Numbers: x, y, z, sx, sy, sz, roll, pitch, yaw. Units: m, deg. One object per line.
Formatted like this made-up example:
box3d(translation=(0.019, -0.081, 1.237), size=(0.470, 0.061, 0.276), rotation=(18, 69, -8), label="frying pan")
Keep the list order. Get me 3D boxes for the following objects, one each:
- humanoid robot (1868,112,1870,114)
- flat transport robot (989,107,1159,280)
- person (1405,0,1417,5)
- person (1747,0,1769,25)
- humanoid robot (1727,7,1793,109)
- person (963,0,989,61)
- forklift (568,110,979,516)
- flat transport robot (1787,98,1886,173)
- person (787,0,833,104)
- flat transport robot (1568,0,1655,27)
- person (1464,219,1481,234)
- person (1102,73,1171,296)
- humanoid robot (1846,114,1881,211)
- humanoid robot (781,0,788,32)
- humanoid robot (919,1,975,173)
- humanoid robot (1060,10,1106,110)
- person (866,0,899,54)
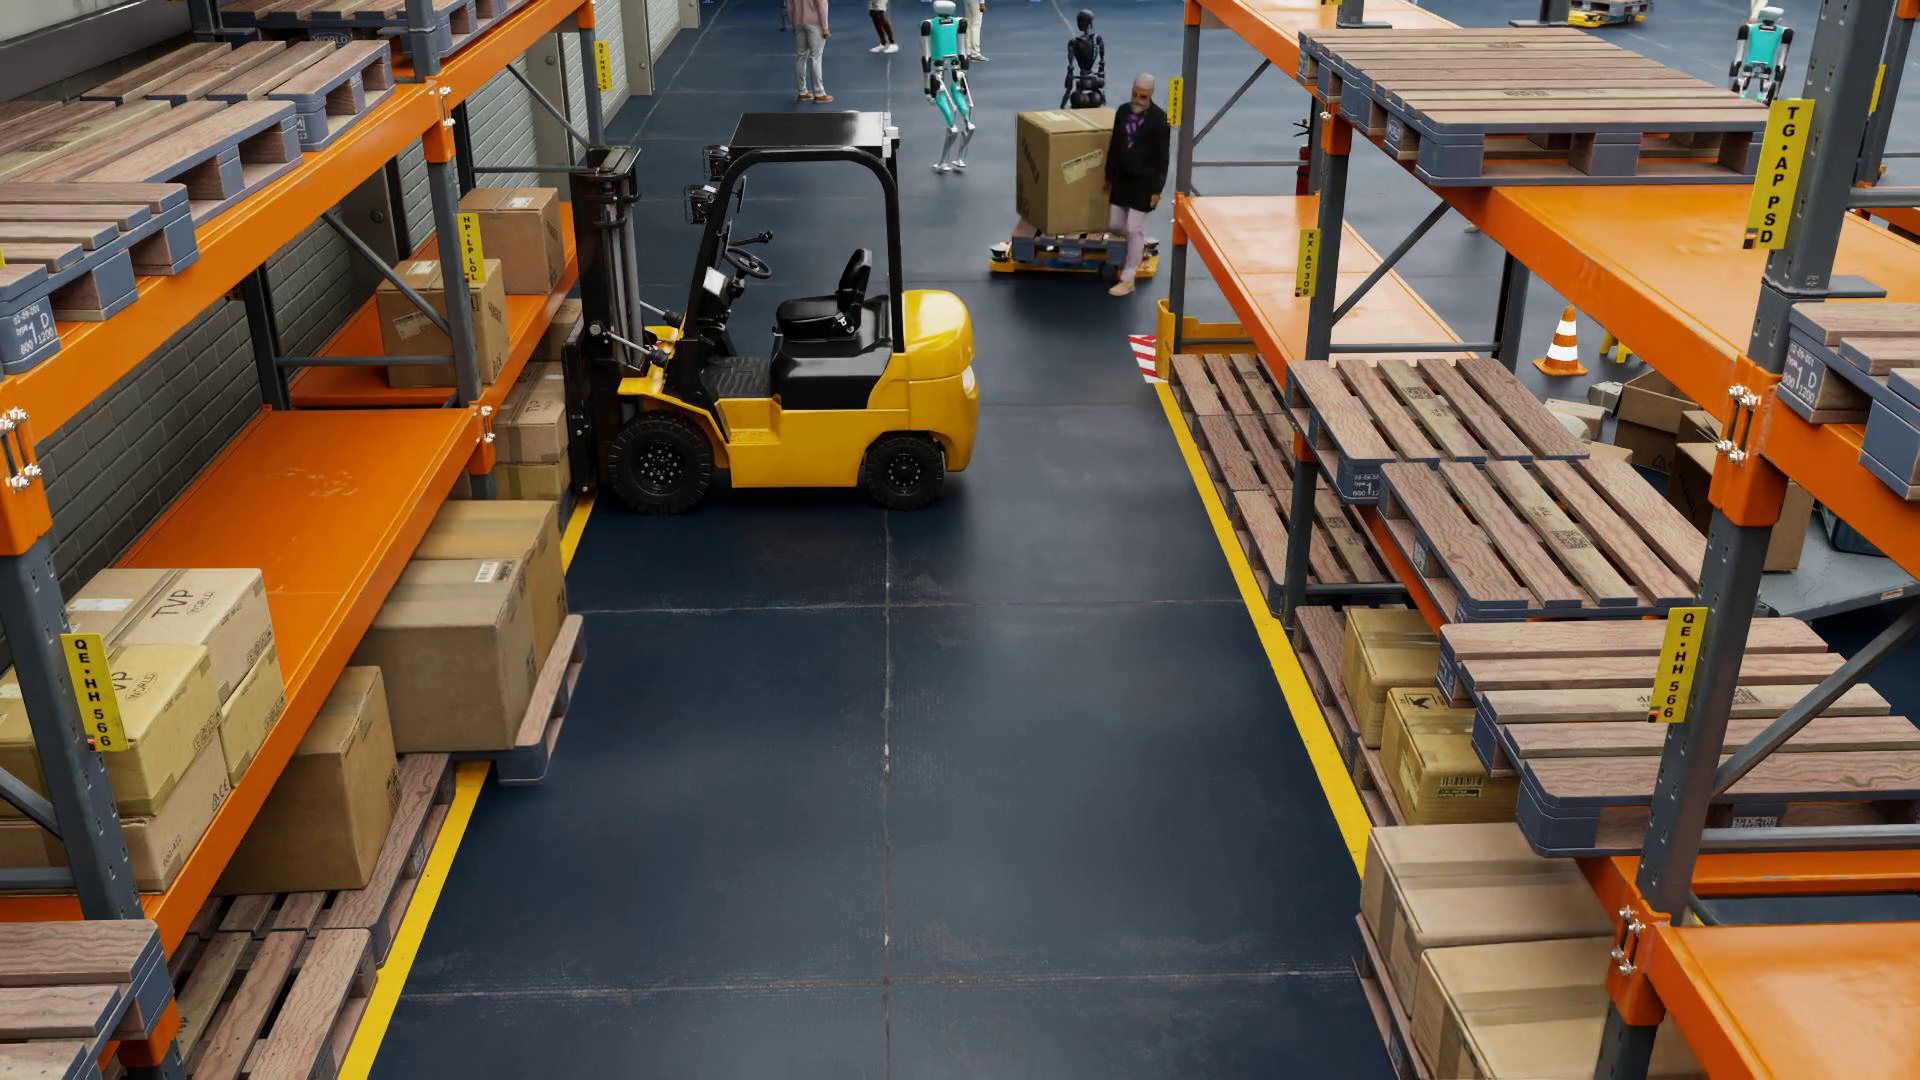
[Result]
box3d(translation=(8.627, -4.037, 16.236), size=(0.623, 1.638, 0.621), rotation=(-6, 26, -11), label="humanoid robot")
box3d(translation=(1.013, -2.500, 14.598), size=(1.431, 0.231, 0.659), rotation=(4, 26, 9), label="flat transport robot")
box3d(translation=(6.875, -8.493, 25.457), size=(0.561, 1.837, 0.387), rotation=(-21, 32, -37), label="person")
box3d(translation=(12.946, -9.133, 26.782), size=(0.514, 1.861, 0.851), rotation=(19, 31, 35), label="person")
box3d(translation=(8.230, -4.566, 17.269), size=(0.557, 1.791, 0.790), rotation=(9, 27, 19), label="humanoid robot")
box3d(translation=(0.231, -7.918, 24.332), size=(0.341, 1.748, 0.572), rotation=(-12, 28, -23), label="person")
box3d(translation=(-1.043, -1.379, 9.976), size=(2.313, 2.155, 1.214), rotation=(-1, 25, -2), label="forklift")
box3d(translation=(9.159, -4.109, 18.006), size=(1.431, 0.231, 0.659), rotation=(-3, 25, -5), label="flat transport robot")
box3d(translation=(-1.933, -6.599, 21.325), size=(0.626, 1.940, 0.372), rotation=(17, 30, 32), label="person")
box3d(translation=(10.791, -8.800, 27.940), size=(1.431, 0.231, 0.659), rotation=(-16, 30, -30), label="flat transport robot")
box3d(translation=(4.877, -3.710, 15.484), size=(0.430, 1.706, 0.446), rotation=(-17, 30, -32), label="person")
box3d(translation=(1.471, -2.935, 13.693), size=(0.595, 1.824, 0.568), rotation=(20, 32, 36), label="person")
box3d(translation=(7.551, -3.002, 14.015), size=(0.593, 1.634, 0.381), rotation=(-22, 33, -39), label="humanoid robot")
box3d(translation=(-2.786, -9.120, 26.951), size=(0.599, 1.657, 0.315), rotation=(-1, 25, -2), label="humanoid robot")
box3d(translation=(-0.074, -4.779, 17.685), size=(0.531, 1.773, 0.734), rotation=(-11, 27, -22), label="humanoid robot")
box3d(translation=(1.351, -4.860, 17.942), size=(0.610, 1.647, 0.332), rotation=(-20, 32, -37), label="humanoid robot")
box3d(translation=(-1.255, -8.255, 24.919), size=(0.446, 1.863, 0.584), rotation=(-16, 30, -30), label="person")
